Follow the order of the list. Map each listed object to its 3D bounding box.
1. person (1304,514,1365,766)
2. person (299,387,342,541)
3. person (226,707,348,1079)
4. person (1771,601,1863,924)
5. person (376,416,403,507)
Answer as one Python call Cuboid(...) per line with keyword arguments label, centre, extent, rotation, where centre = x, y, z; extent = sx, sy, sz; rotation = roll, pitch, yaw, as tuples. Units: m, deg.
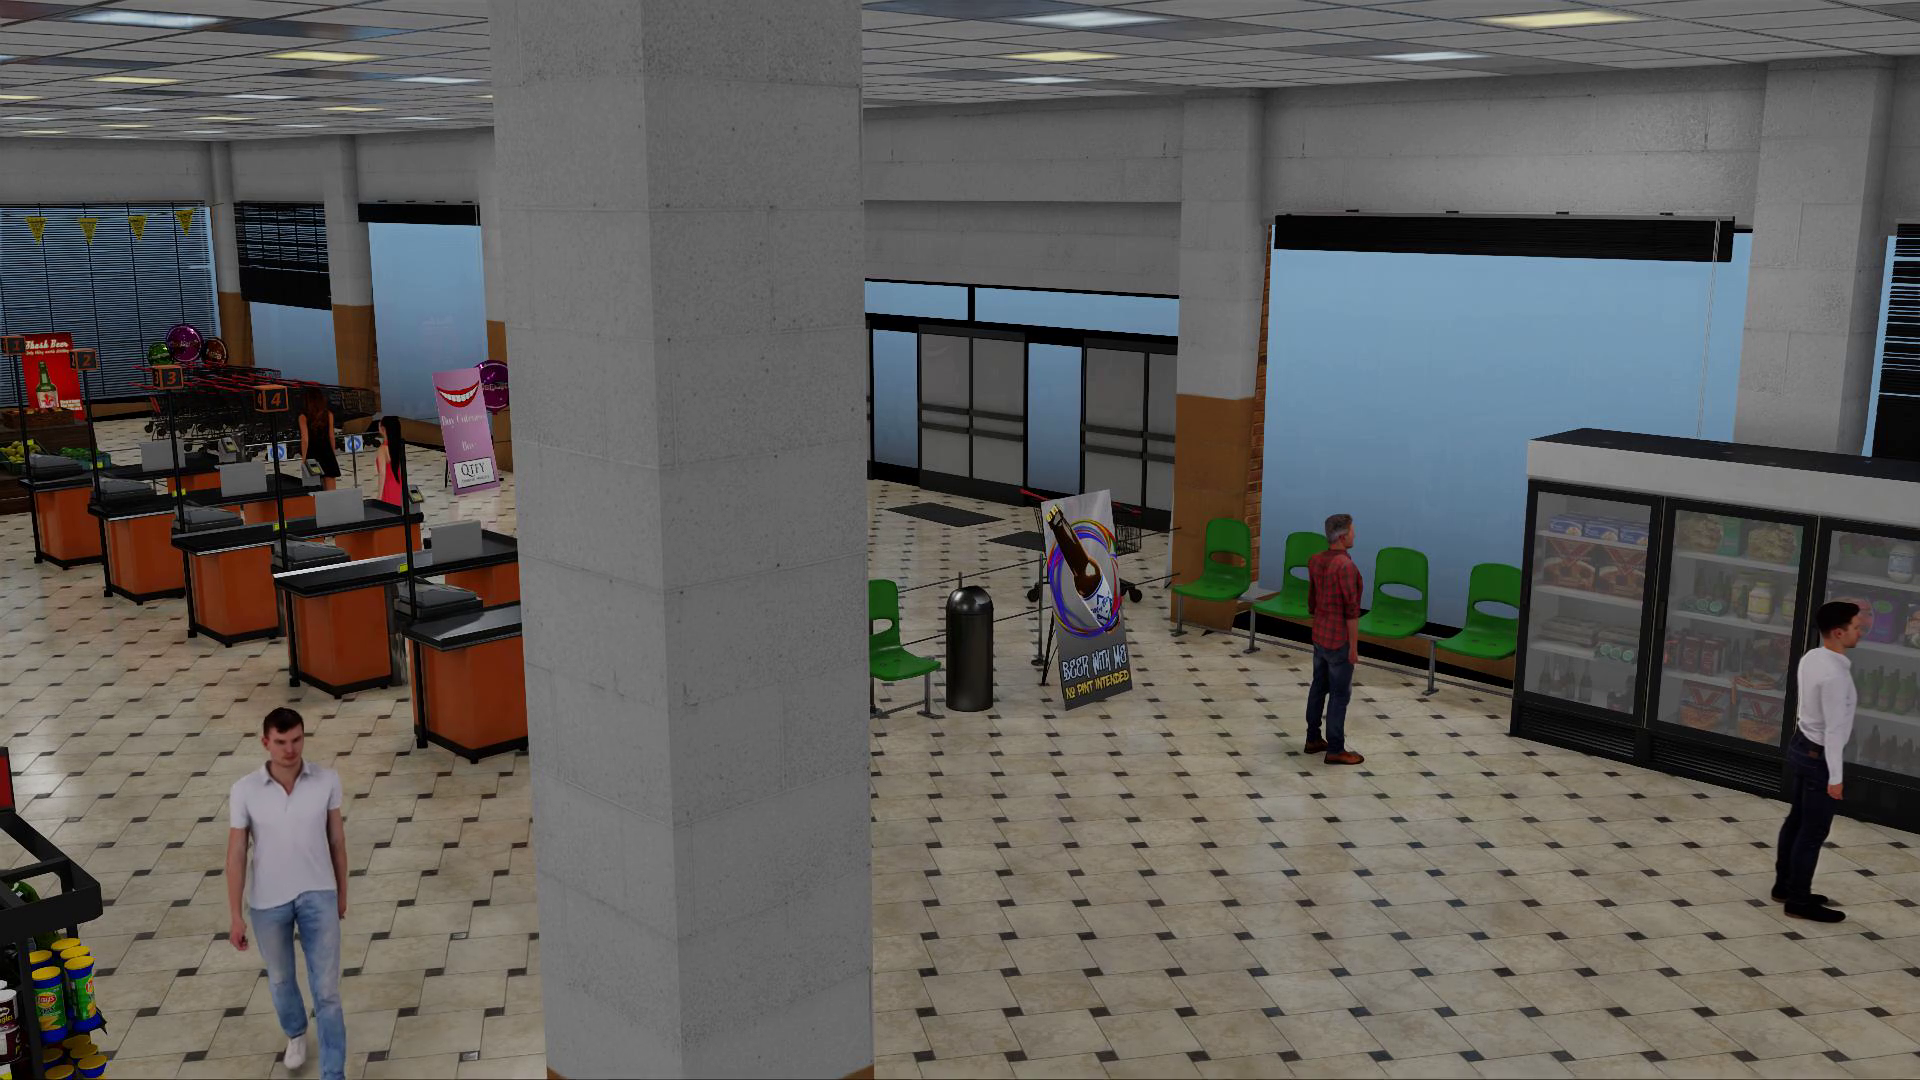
Cuboid(label="person", centre=(2.732, 0.706, 12.157), extent=(0.714, 1.831, 0.759), rotation=(-4, 13, -20))
Cuboid(label="person", centre=(-7.641, -0.918, 19.861), extent=(0.468, 1.835, 0.647), rotation=(-10, 16, -41))
Cuboid(label="person", centre=(-3.108, 1.657, 7.714), extent=(1.184, 1.801, 1.015), rotation=(-5, 13, -23))
Cuboid(label="person", centre=(4.892, 1.248, 9.511), extent=(0.781, 1.860, 0.695), rotation=(2, 12, 11))
Cuboid(label="person", centre=(-6.186, -0.506, 18.164), extent=(0.763, 1.728, 0.652), rotation=(4, 13, 18))
